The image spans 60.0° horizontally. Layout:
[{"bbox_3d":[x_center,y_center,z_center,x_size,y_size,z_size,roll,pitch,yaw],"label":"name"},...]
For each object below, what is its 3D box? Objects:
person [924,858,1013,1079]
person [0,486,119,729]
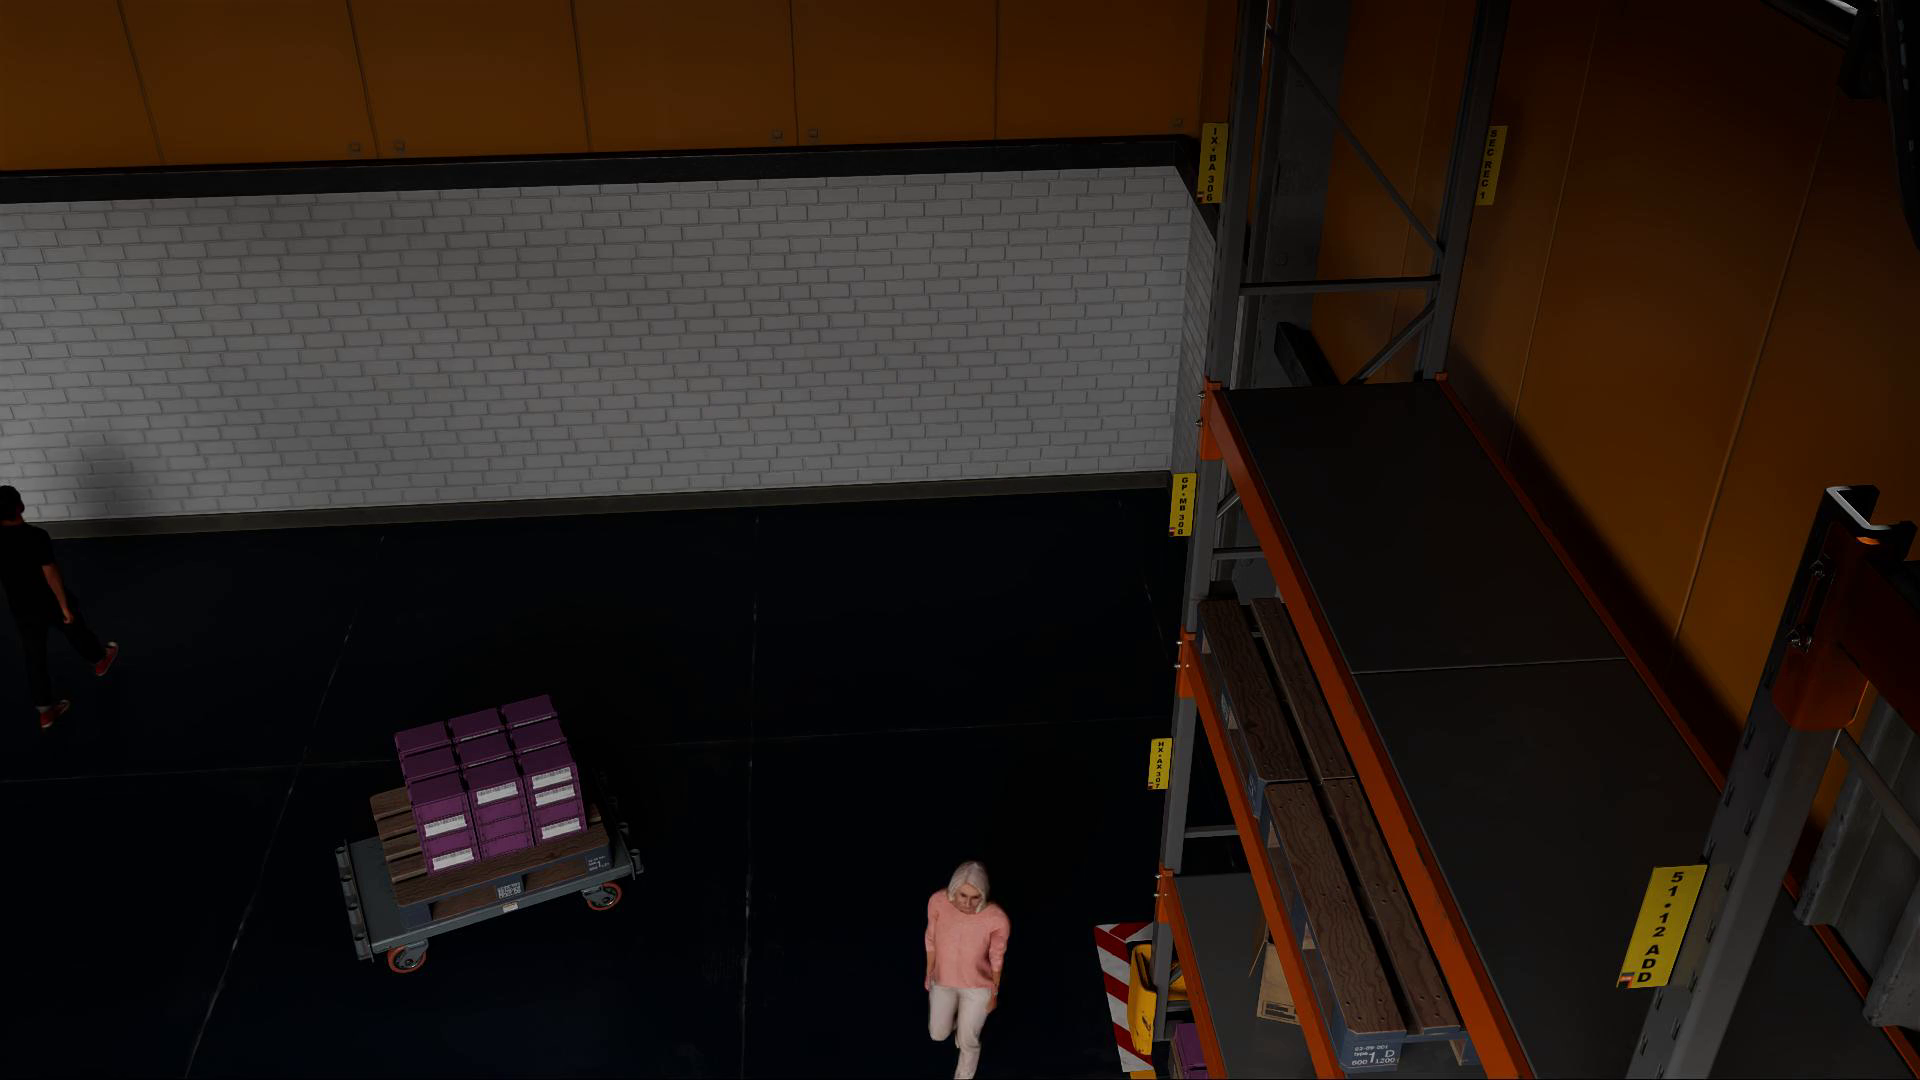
[{"bbox_3d":[0.061,2.192,8.513,0.790,1.710,0.901,13,36,19],"label":"person"},{"bbox_3d":[-6.188,0.468,11.103,0.743,1.714,1.147,1,34,2],"label":"person"}]
